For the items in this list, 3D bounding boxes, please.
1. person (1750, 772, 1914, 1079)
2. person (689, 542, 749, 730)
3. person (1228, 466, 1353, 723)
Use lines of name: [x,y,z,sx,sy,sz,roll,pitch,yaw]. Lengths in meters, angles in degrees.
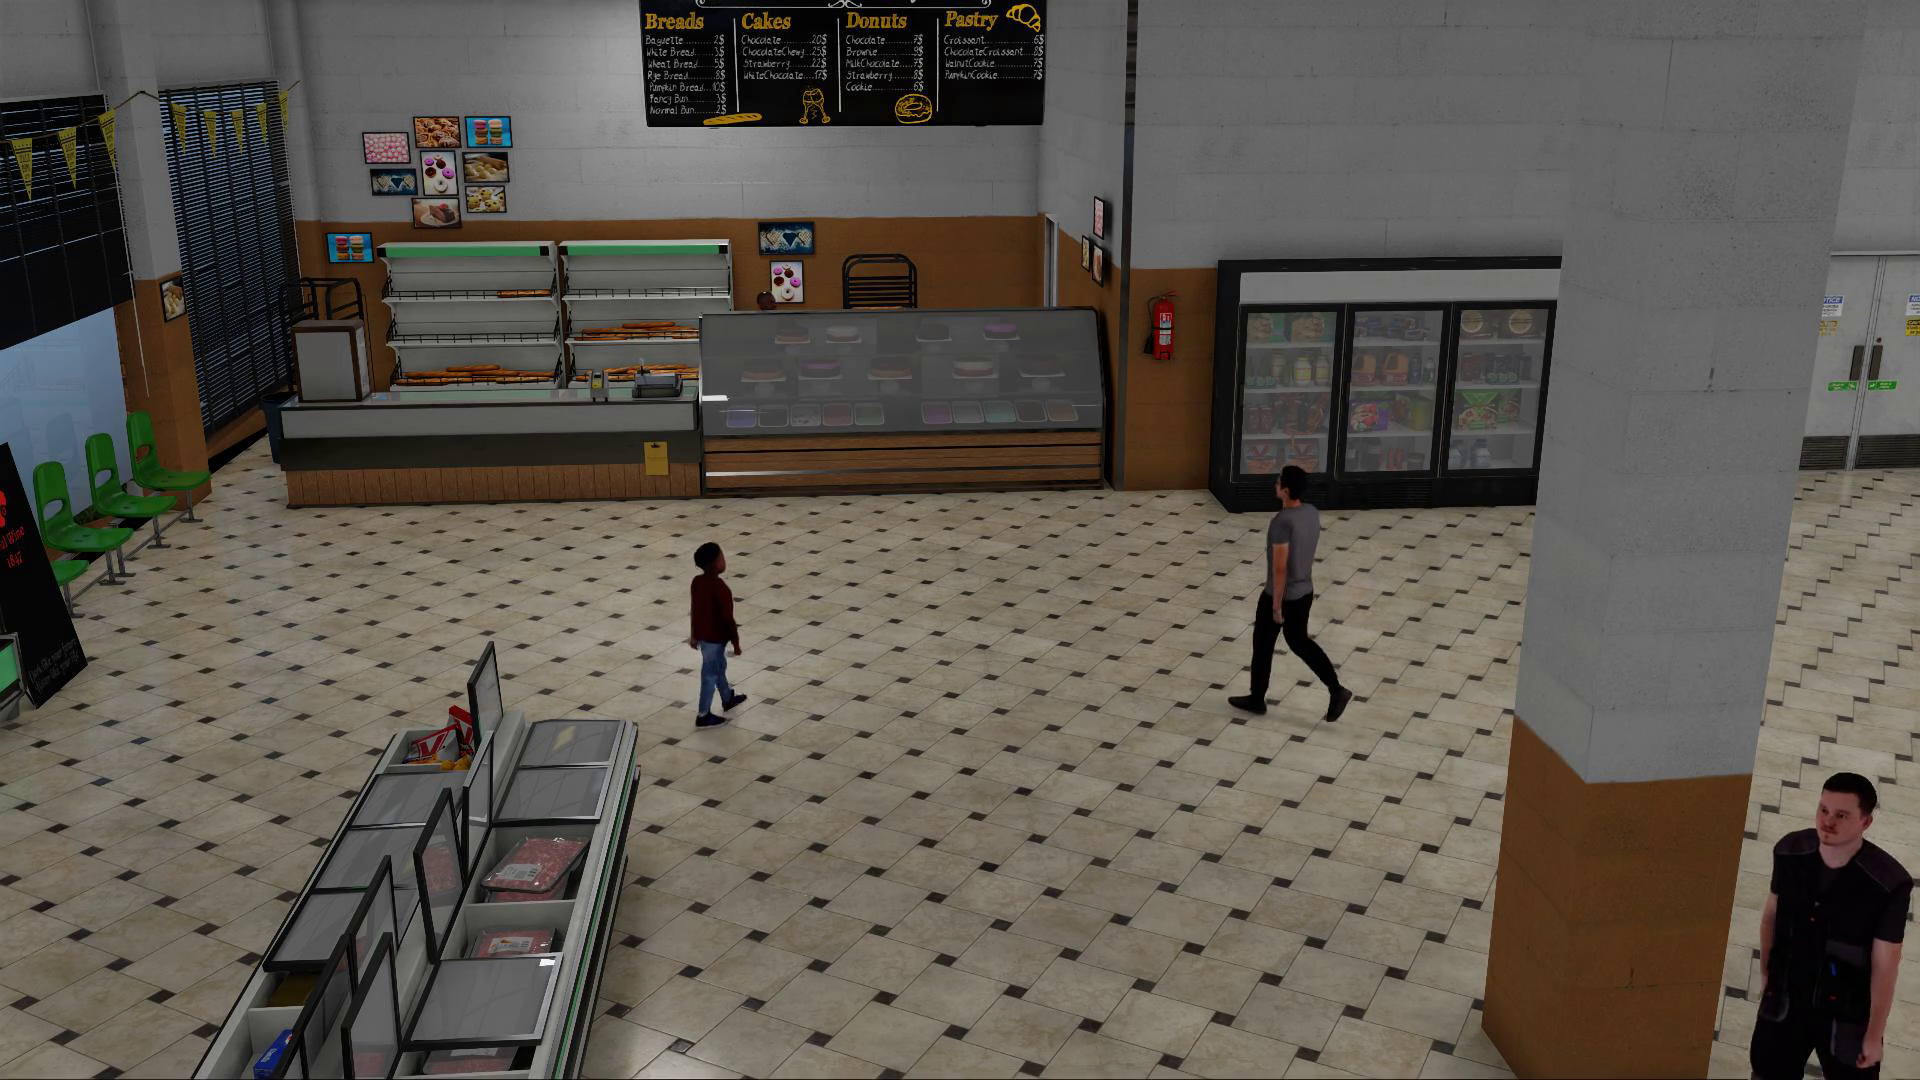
person: [3.303,1.733,6.255,1.132,1.824,1.207,-11,20,-31]
person: [-1.675,0.640,10.859,0.784,1.241,0.750,-14,22,-39]
person: [2.218,0.376,10.886,1.128,1.730,1.016,16,23,42]
